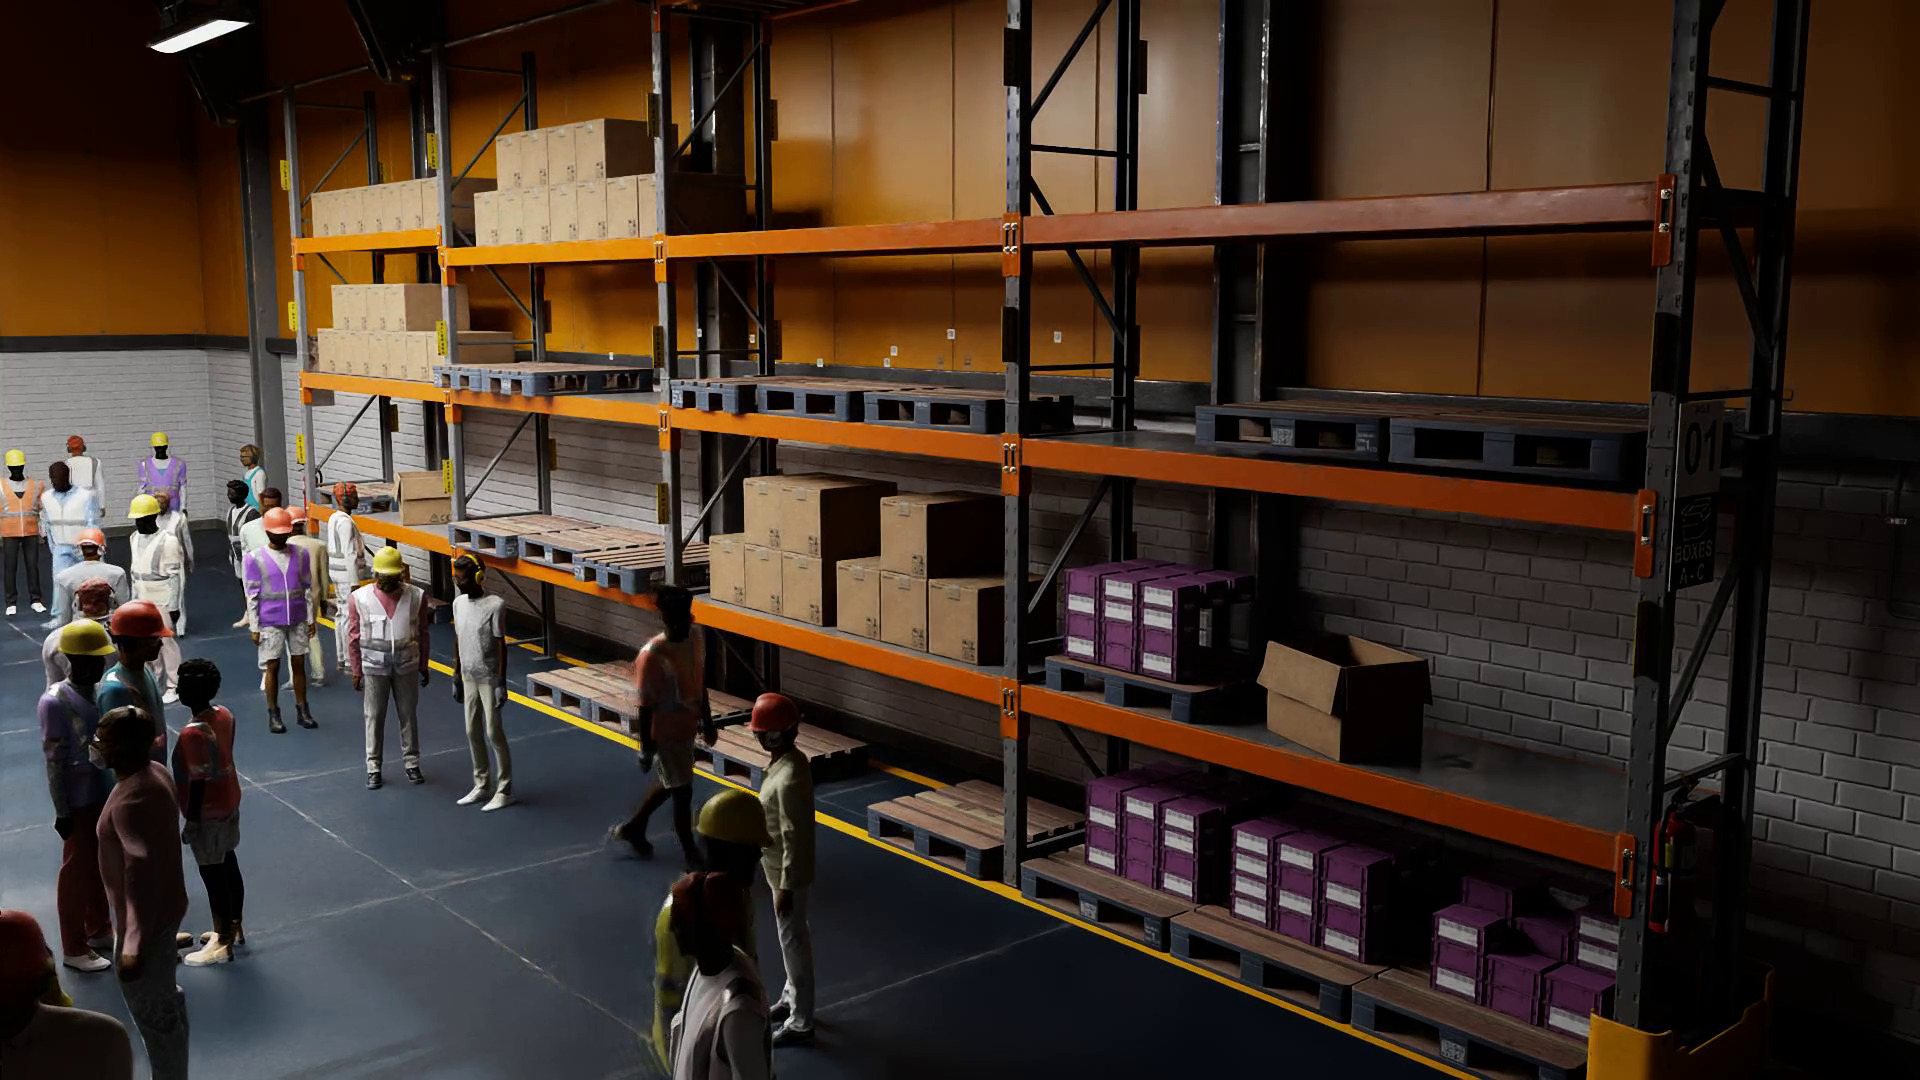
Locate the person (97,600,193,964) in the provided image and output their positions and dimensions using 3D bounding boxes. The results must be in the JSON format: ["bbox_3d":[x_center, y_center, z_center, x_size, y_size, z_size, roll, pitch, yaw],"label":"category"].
[{"bbox_3d":[-4.473,1.332,9.118,0.407,2.036,0.606,-2,8,-12],"label":"person"}]

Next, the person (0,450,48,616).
[{"bbox_3d":[-10.954,-0.095,19.394,0.585,1.928,0.369,-7,11,-39],"label":"person"}]

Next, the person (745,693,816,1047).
[{"bbox_3d":[-0.878,1.607,8.187,0.339,1.745,0.561,-1,8,-7],"label":"person"}]

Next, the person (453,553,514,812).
[{"bbox_3d":[-3.452,1.015,11.948,0.524,1.856,0.341,5,9,29],"label":"person"}]

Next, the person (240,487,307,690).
[{"bbox_3d":[-6.439,0.448,15.679,0.589,1.913,0.392,-3,9,-20],"label":"person"}]

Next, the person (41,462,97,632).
[{"bbox_3d":[-9.821,0.085,18.348,0.639,1.873,0.958,-1,8,-5],"label":"person"}]

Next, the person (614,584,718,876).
[{"bbox_3d":[-1.892,1.198,10.529,0.845,1.909,0.677,4,9,24],"label":"person"}]

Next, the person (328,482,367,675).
[{"bbox_3d":[-5.983,0.375,16.290,0.356,1.882,0.574,-5,10,-32],"label":"person"}]

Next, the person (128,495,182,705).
[{"bbox_3d":[-7.292,0.535,15.061,0.594,1.915,0.403,4,9,28],"label":"person"}]

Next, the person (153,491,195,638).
[{"bbox_3d":[-8.570,0.275,17.946,0.560,1.596,0.822,-4,9,-24],"label":"person"}]

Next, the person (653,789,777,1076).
[{"bbox_3d":[-0.834,1.837,6.036,0.599,1.901,0.611,2,9,17],"label":"person"}]

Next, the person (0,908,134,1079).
[{"bbox_3d":[-2.642,1.990,4.719,0.627,1.985,0.409,-3,9,-21],"label":"person"}]

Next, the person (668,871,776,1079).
[{"bbox_3d":[-0.753,1.955,5.299,0.337,1.881,0.585,-3,9,-19],"label":"person"}]

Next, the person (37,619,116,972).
[{"bbox_3d":[-4.771,1.381,9.143,0.382,1.924,0.594,0,8,3],"label":"person"}]

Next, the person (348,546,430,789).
[{"bbox_3d":[-4.282,0.946,12.507,0.588,1.829,0.404,-4,9,-25],"label":"person"}]

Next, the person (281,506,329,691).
[{"bbox_3d":[-6.205,0.548,15.574,0.361,1.745,0.589,5,10,33],"label":"person"}]

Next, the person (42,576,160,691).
[{"bbox_3d":[-5.470,1.175,10.658,0.641,1.905,0.410,-3,9,-22],"label":"person"}]

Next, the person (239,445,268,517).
[{"bbox_3d":[-8.947,-0.298,21.148,0.341,1.839,0.501,-6,10,-38],"label":"person"}]

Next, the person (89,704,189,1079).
[{"bbox_3d":[-3.532,1.657,7.181,0.367,1.940,0.634,-3,9,-21],"label":"person"}]

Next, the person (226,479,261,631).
[{"bbox_3d":[-7.909,0.167,18.418,0.537,1.690,0.323,6,10,35],"label":"person"}]

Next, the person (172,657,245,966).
[{"bbox_3d":[-4.155,1.488,9.190,0.319,1.697,0.533,-1,8,-7],"label":"person"}]

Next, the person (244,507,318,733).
[{"bbox_3d":[-5.728,0.674,14.075,0.550,1.925,0.393,-7,11,-42],"label":"person"}]

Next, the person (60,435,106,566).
[{"bbox_3d":[-11.575,-0.438,21.929,0.572,1.886,0.354,-7,11,-40],"label":"person"}]

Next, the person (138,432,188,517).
[{"bbox_3d":[-10.532,-0.470,22.006,0.587,1.928,0.363,-4,9,-25],"label":"person"}]

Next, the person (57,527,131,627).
[{"bbox_3d":[-7.280,0.761,14.061,0.561,1.748,0.334,-2,8,-12],"label":"person"}]
